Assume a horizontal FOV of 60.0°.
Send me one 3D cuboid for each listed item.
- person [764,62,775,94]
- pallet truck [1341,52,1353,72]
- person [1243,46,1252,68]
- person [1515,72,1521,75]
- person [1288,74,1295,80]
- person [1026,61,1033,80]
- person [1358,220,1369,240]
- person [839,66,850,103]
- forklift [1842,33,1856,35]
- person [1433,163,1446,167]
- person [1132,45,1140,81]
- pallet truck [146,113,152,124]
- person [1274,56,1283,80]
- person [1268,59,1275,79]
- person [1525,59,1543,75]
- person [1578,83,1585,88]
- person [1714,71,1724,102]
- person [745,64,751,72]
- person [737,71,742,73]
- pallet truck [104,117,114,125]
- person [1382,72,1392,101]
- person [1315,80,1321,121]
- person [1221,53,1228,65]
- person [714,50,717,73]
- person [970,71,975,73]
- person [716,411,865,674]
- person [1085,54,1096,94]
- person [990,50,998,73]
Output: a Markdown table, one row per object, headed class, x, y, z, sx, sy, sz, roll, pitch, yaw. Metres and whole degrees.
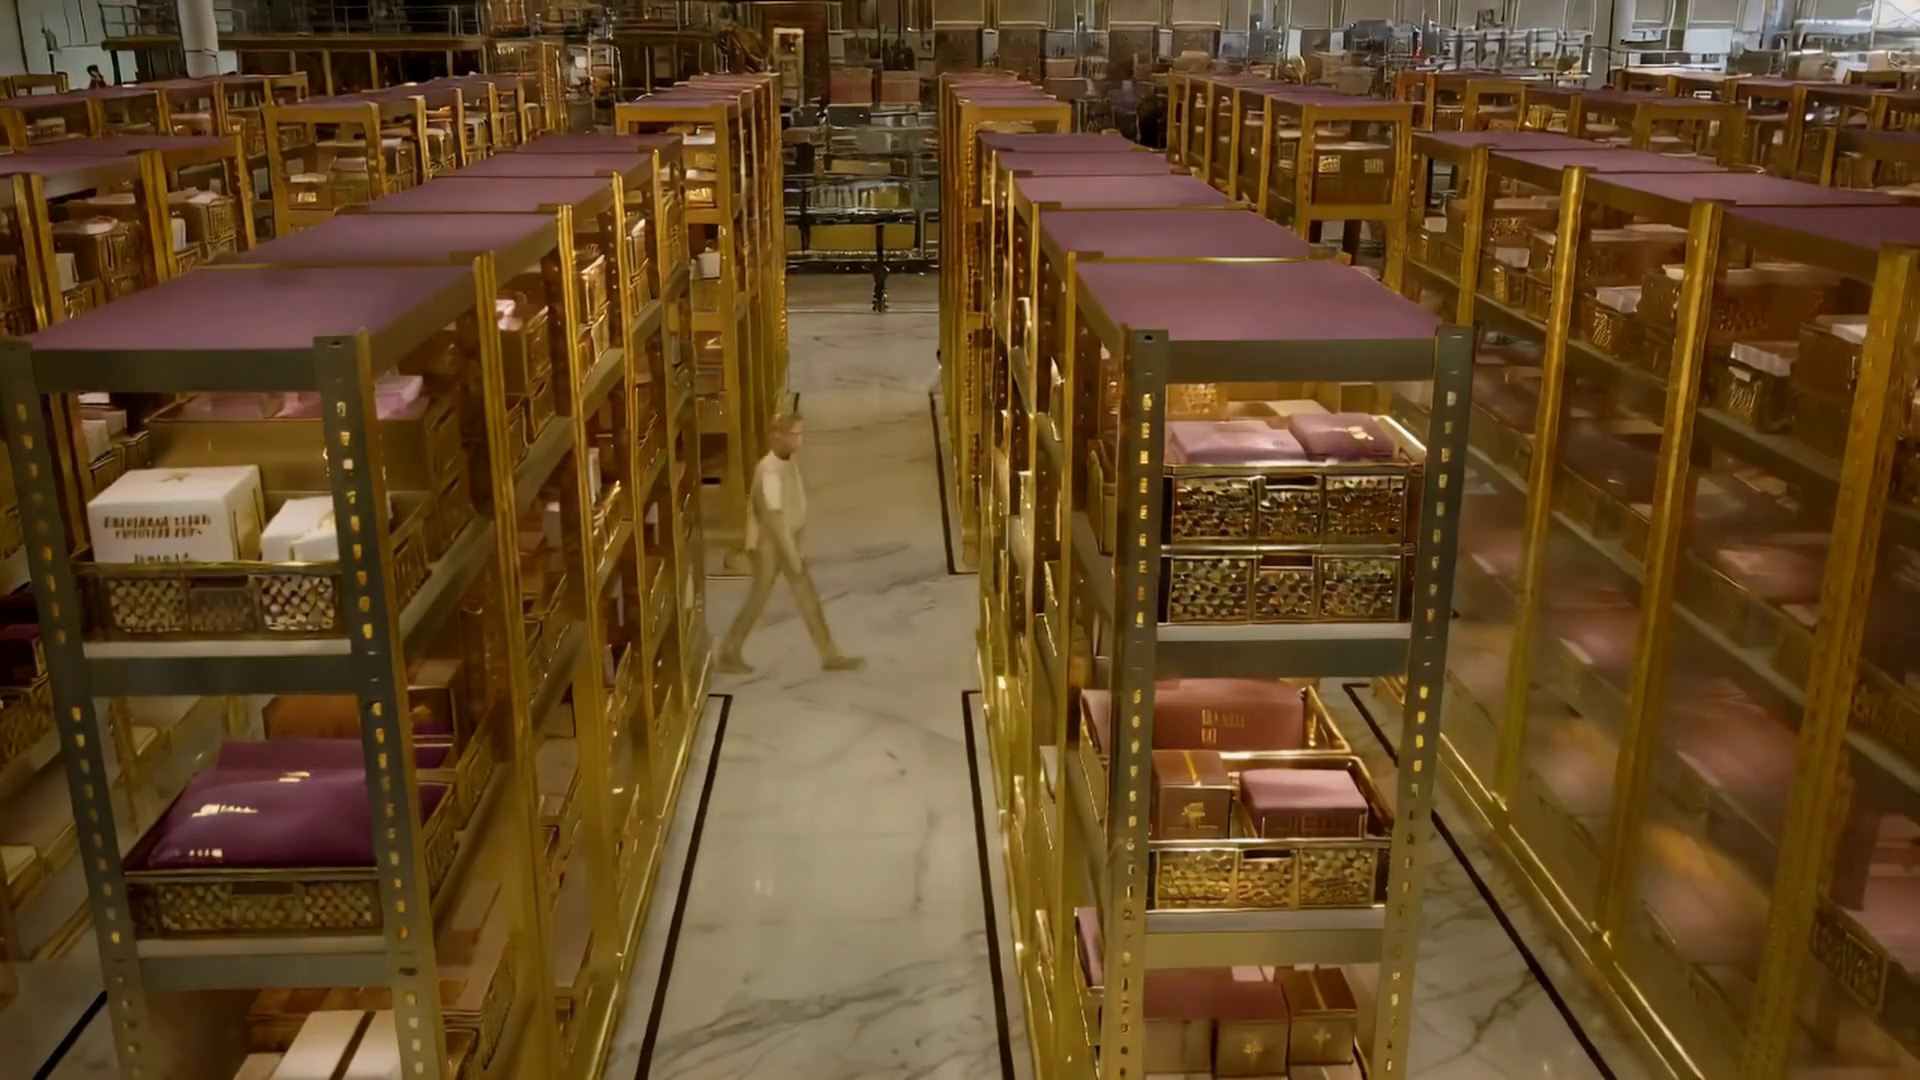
| class | x | y | z | sx | sy | sz | roll | pitch | yaw |
| --- | --- | --- | --- | --- | --- | --- | --- | --- | --- |
| person | -7.831 | -18.830 | 68.995 | 0.612 | 1.965 | 0.361 | -4 | 18 | -13 |
| pallet truck | 18.794 | -23.123 | 82.231 | 0.823 | 1.965 | 1.885 | -13 | 22 | -35 |
| person | 16.449 | -27.257 | 95.139 | 0.375 | 1.922 | 0.594 | -9 | 20 | -27 |
| person | 20.671 | -16.340 | 61.455 | 1.006 | 1.874 | 0.612 | 12 | 21 | 32 |
| person | 11.697 | -15.441 | 58.612 | 0.865 | 1.903 | 0.555 | 3 | 18 | 8 |
| person | 3.078 | -20.301 | 73.798 | 1.014 | 1.821 | 0.536 | -10 | 21 | -29 |
| person | 6.458 | -5.171 | 27.071 | 0.419 | 1.750 | 0.539 | -5 | 19 | -16 |
| person | -4.739 | -18.565 | 68.396 | 0.503 | 1.826 | 0.548 | -12 | 21 | -33 |
| forklift | 45.972 | -24.928 | 86.404 | 1.873 | 2.768 | 1.129 | 1 | 18 | 4 |
| person | 12.782 | -10.531 | 43.885 | 0.428 | 1.615 | 0.654 | 3 | 18 | 9 |
| person | 10.051 | -27.246 | 94.991 | 0.381 | 1.996 | 0.608 | -6 | 19 | -18 |
| pallet truck | -18.087 | -8.309 | 36.390 | 1.885 | 1.965 | 0.823 | -1 | 18 | -4 |
| person | 14.903 | -21.733 | 78.036 | 0.508 | 1.927 | 0.647 | 0 | 18 | 1 |
| person | 15.057 | -22.388 | 80.454 | 0.321 | 1.690 | 0.533 | 13 | 22 | 36 |
| person | 24.062 | -19.140 | 69.836 | 0.689 | 2.000 | 0.539 | 5 | 19 | 15 |
| person | 21.154 | -14.688 | 56.630 | 0.614 | 1.674 | 0.559 | 2 | 18 | 7 |
| person | 28.859 | -16.872 | 63.135 | 0.611 | 1.834 | 0.962 | 3 | 18 | 9 |
| person | -10.773 | -23.670 | 84.330 | 0.483 | 1.745 | 0.301 | 15 | 23 | 38 |
| person | -8.572 | -17.349 | 64.736 | 0.522 | 1.768 | 0.311 | 10 | 21 | 29 |
| pallet truck | -18.367 | -7.885 | 35.078 | 1.885 | 1.965 | 0.823 | 1 | 18 | 2 |
| person | 15.709 | -16.239 | 61.124 | 0.321 | 1.876 | 0.532 | -7 | 19 | -21 |
| person | 11.971 | -14.481 | 55.775 | 0.626 | 1.813 | 0.568 | 2 | 18 | 6 |
| person | 13.736 | -24.507 | 86.833 | 0.909 | 1.816 | 0.626 | 11 | 21 | 31 |
| person | -12.933 | -25.015 | 88.231 | 0.952 | 1.918 | 0.632 | 15 | 23 | 39 |
| person | 0.467 | -16.234 | 61.084 | 0.746 | 1.894 | 0.596 | 1 | 18 | 2 |
| person | -1.175 | 0.035 | 10.893 | 0.985 | 1.802 | 0.564 | 3 | 18 | 9 |
| person | 6.436 | -22.855 | 81.579 | 0.700 | 1.883 | 0.550 | 12 | 22 | 34 |
| person | 1.781 | -25.974 | 91.368 | 0.952 | 1.790 | 0.645 | 6 | 19 | 18 |
